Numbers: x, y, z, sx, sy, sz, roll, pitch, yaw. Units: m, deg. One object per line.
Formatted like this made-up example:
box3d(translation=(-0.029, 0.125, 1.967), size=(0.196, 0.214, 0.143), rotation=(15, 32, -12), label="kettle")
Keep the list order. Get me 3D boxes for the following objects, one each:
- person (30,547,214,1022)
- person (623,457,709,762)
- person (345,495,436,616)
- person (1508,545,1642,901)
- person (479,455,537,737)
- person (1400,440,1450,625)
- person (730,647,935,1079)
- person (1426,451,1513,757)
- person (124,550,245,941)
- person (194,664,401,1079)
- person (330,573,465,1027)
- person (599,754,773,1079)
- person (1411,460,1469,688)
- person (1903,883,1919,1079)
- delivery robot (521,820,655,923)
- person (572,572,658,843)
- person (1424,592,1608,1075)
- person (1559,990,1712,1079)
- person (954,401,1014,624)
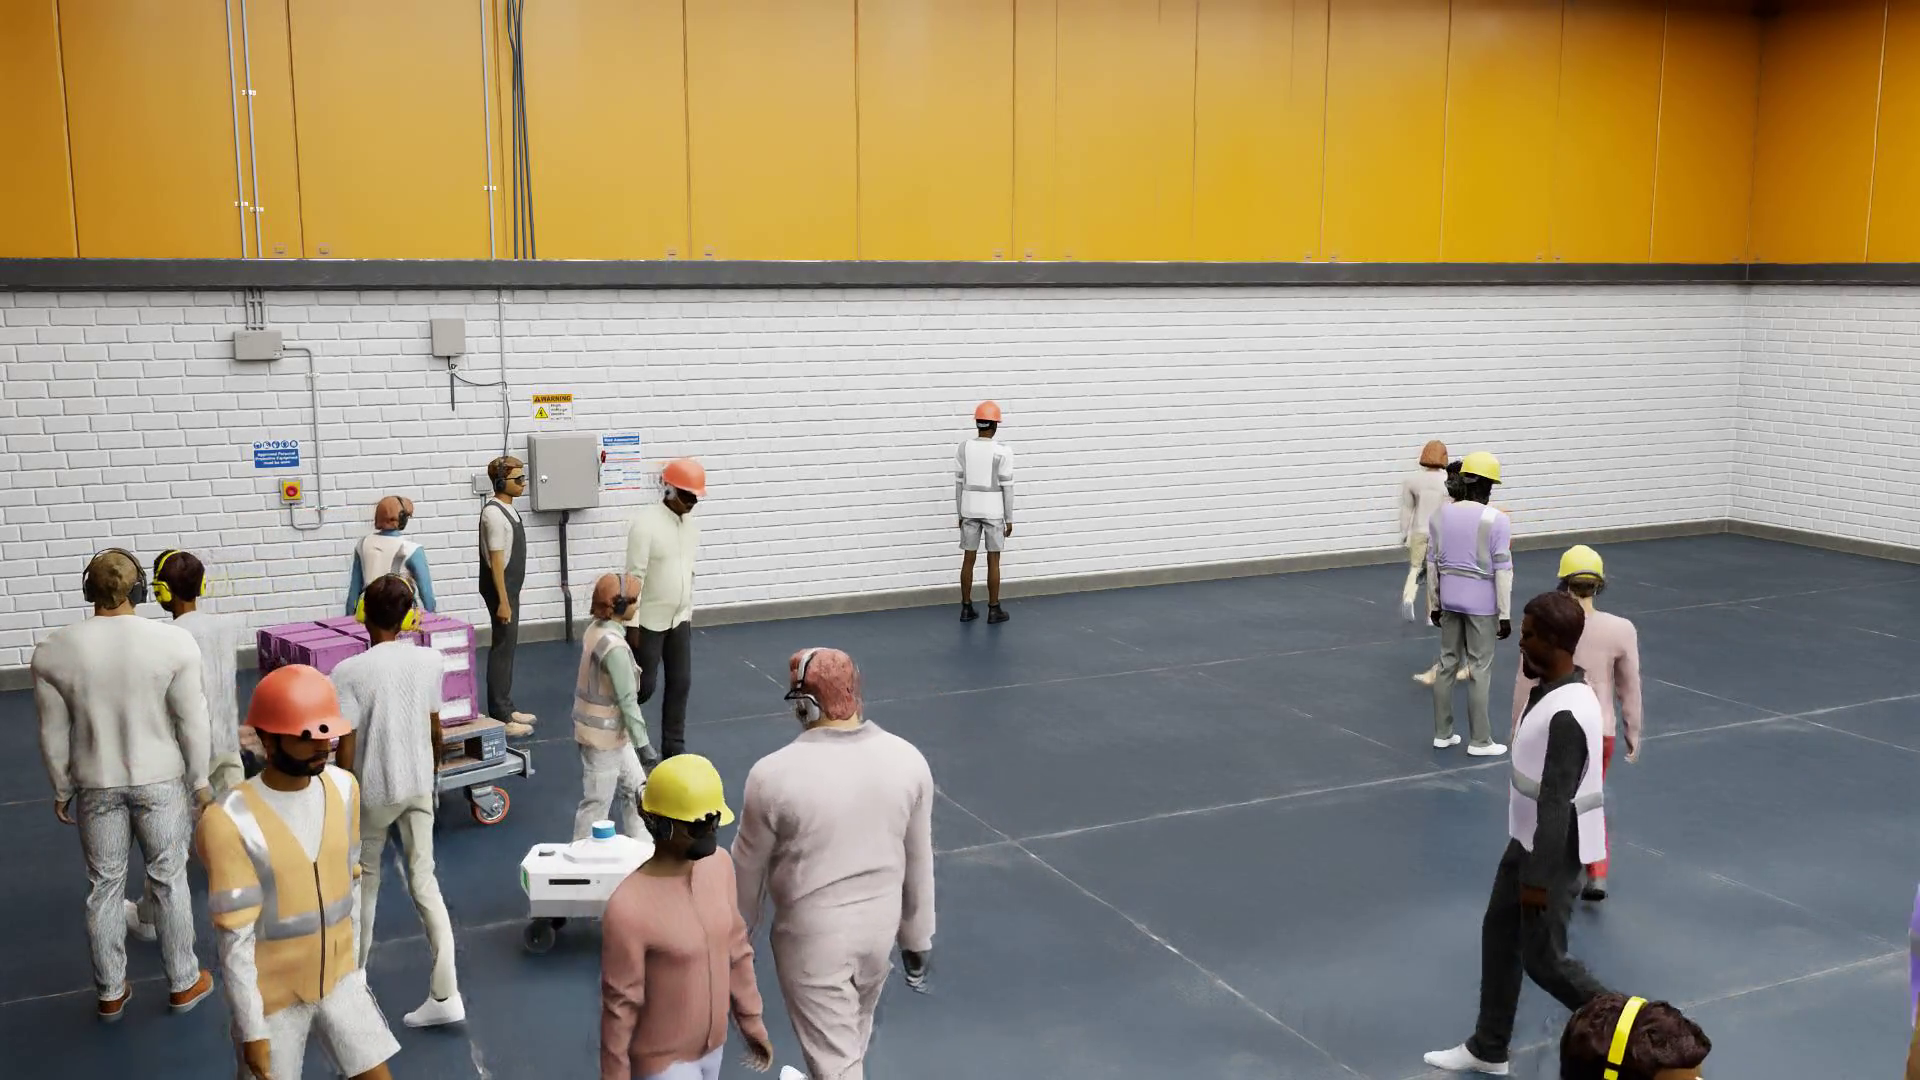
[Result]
box3d(translation=(-3.365, 0.989, 6.750), size=(0.632, 1.939, 0.368), rotation=(-2, 9, -14), label="person")
box3d(translation=(-1.868, 0.468, 9.952), size=(0.780, 1.949, 0.690), rotation=(5, 10, 27), label="person")
box3d(translation=(-3.617, 0.515, 10.686), size=(0.541, 1.609, 0.689), rotation=(3, 10, 19), label="person")
box3d(translation=(2.918, 0.897, 7.908), size=(0.561, 1.748, 0.392), rotation=(0, 9, 2), label="person")
box3d(translation=(-2.982, 0.362, 10.925), size=(0.328, 1.844, 0.511), rotation=(-1, 9, -8), label="person")
box3d(translation=(3.993, -0.044, 14.161), size=(0.504, 1.618, 0.565), rotation=(5, 10, 29), label="person")
box3d(translation=(-0.456, 1.255, 5.413), size=(0.628, 1.843, 0.989), rotation=(-7, 11, -35), label="person")
box3d(translation=(3.212, 0.402, 10.460), size=(0.380, 1.917, 0.586), rotation=(-8, 12, -39), label="person")
box3d(translation=(-3.408, 0.949, 7.402), size=(0.990, 1.809, 0.560), rotation=(4, 10, 25), label="person")
box3d(translation=(-1.867, 1.312, 4.845), size=(0.722, 1.914, 0.550), rotation=(6, 11, 33), label="person")
box3d(translation=(-2.330, 1.049, 6.782), size=(0.543, 1.818, 0.966), rotation=(-9, 13, -43), label="person")
box3d(translation=(-0.850, 1.430, 4.728), size=(0.835, 1.737, 0.538), rotation=(5, 10, 28), label="person")
box3d(translation=(3.565, 0.253, 12.157), size=(0.812, 1.665, 0.548), rotation=(-3, 10, -20), label="person")
box3d(translation=(2.828, 1.383, 4.623), size=(0.597, 1.832, 0.468), rotation=(-7, 12, -37), label="person")
box3d(translation=(-1.602, 1.511, 7.503), size=(0.707, 0.478, 0.477), rotation=(0, 9, 0), label="delivery robot")
box3d(translation=(-1.597, 0.953, 7.995), size=(0.703, 1.613, 0.520), rotation=(-3, 10, -18), label="person")
box3d(translation=(2.165, 1.125, 6.092), size=(0.763, 1.887, 0.609), rotation=(2, 9, 13), label="person")
box3d(translation=(1.052, 1.655, 2.911), size=(0.531, 1.853, 0.514), rotation=(5, 10, 28), label="person")
box3d(translation=(0.219, -0.238, 14.401), size=(0.540, 1.929, 0.380), rotation=(3, 10, 20), label="person")
